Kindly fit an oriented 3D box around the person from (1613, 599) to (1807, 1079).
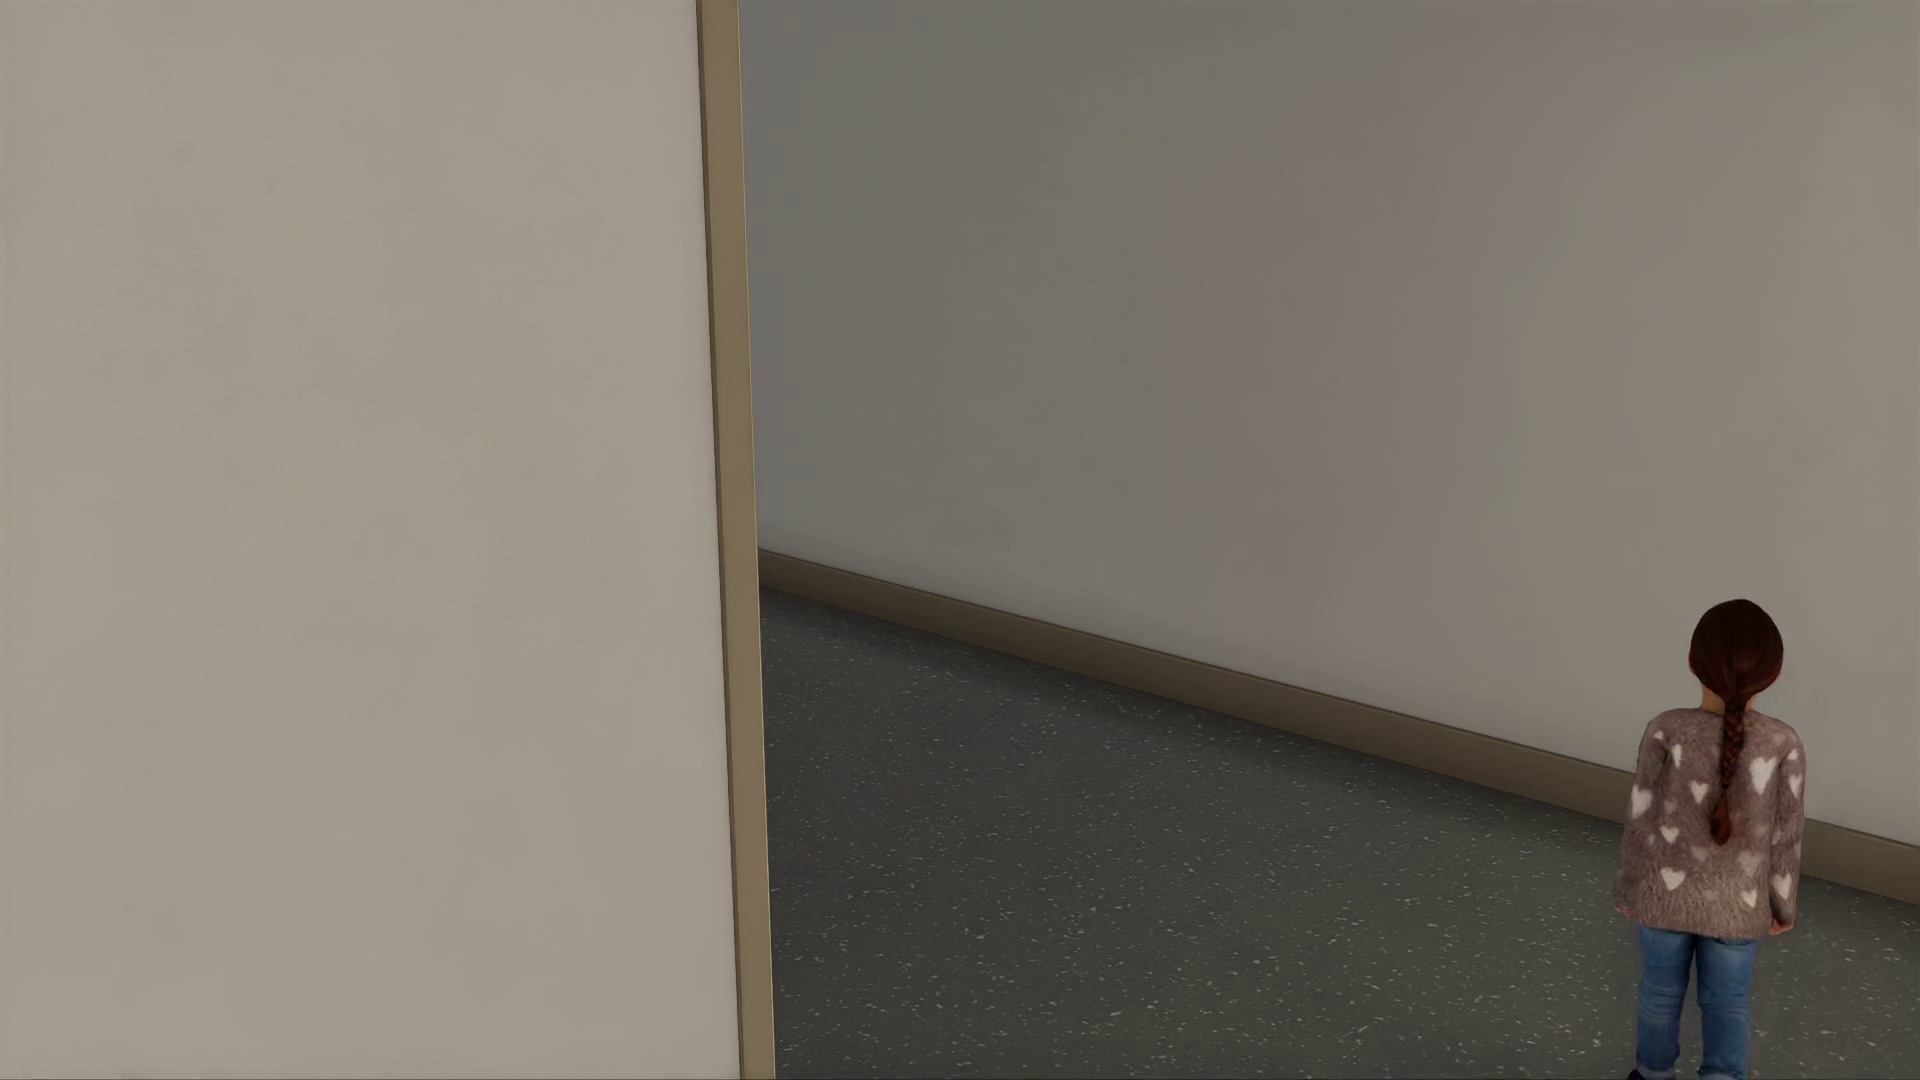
[{"bbox_3d":[1.467,0.708,3.277,0.641,1.185,0.803,5,16,17],"label":"person"}]
